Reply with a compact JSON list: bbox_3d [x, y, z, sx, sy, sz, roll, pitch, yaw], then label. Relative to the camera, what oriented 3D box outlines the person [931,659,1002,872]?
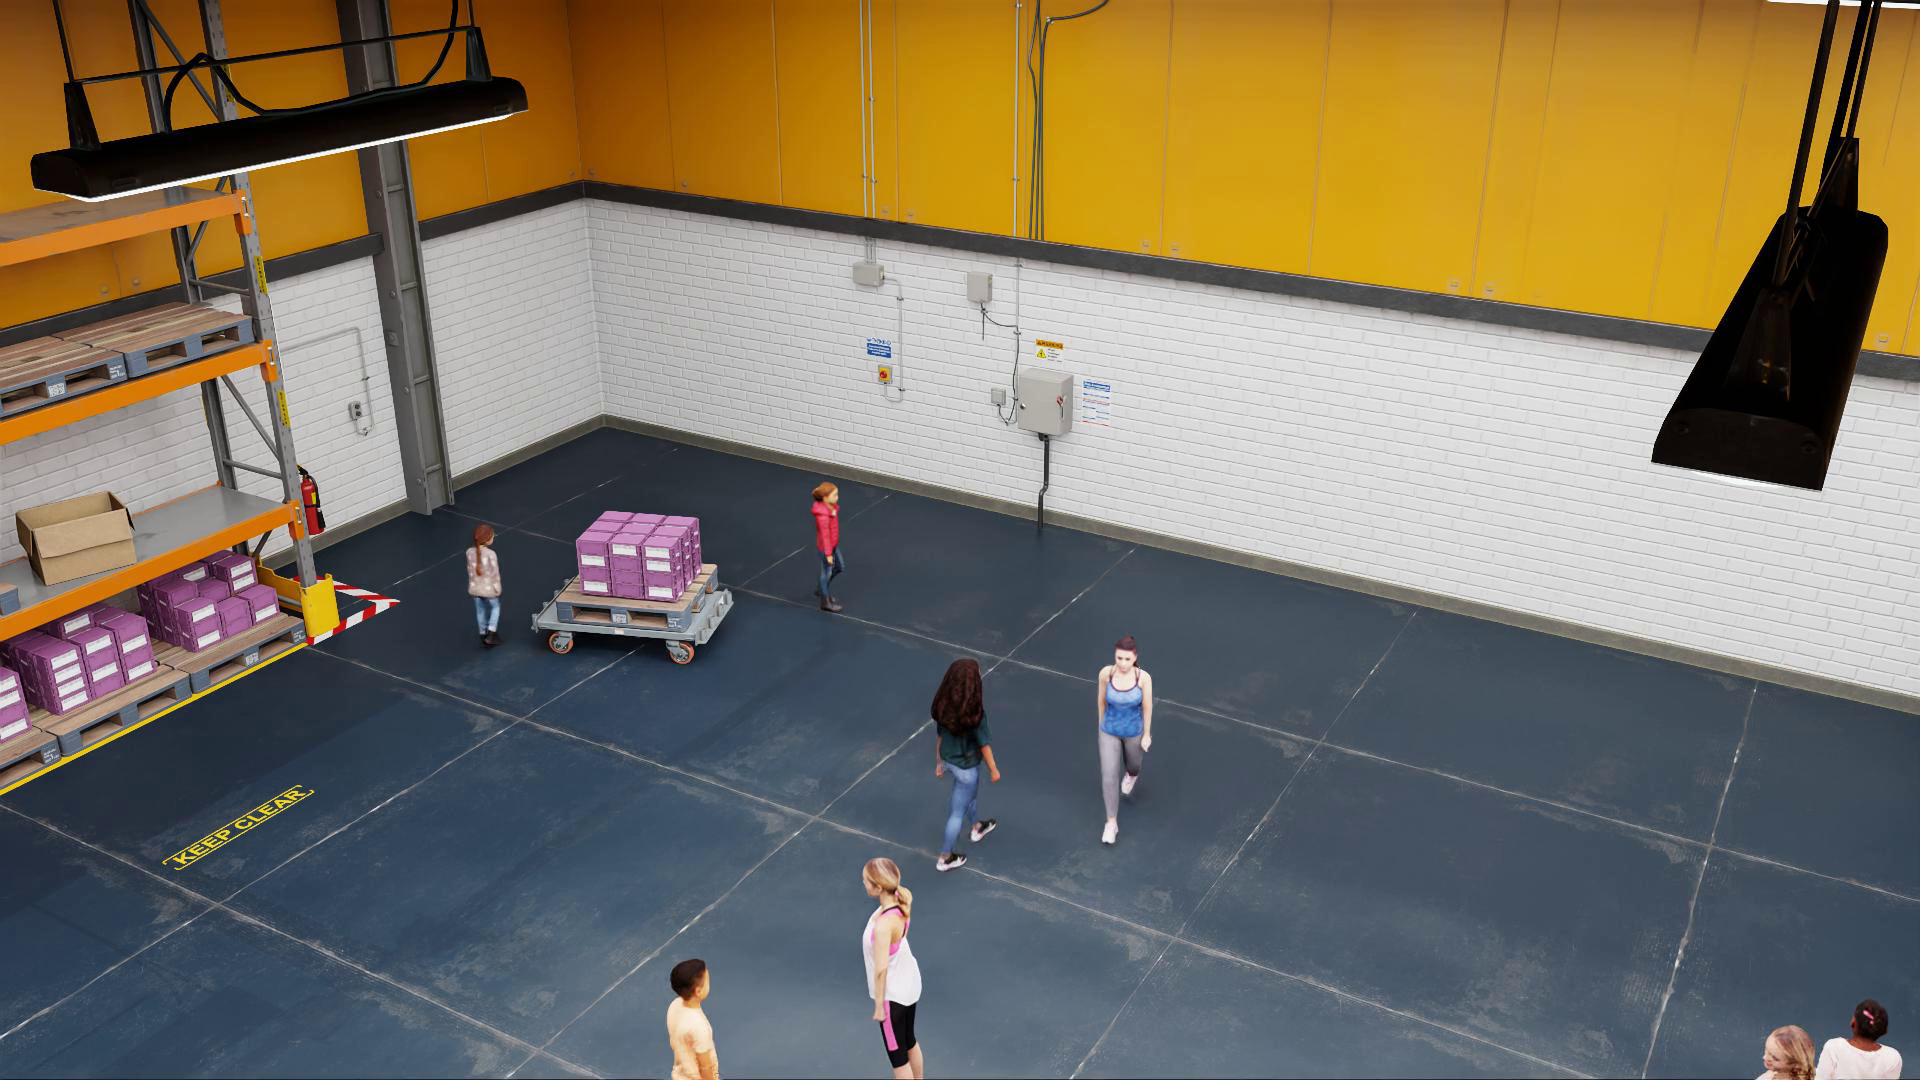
[{"bbox_3d":[-0.041,1.628,11.771,0.981,1.590,0.784,-18,29,-35],"label":"person"}]

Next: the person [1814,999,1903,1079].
[{"bbox_3d":[4.692,3.013,8.776,0.582,1.451,0.553,7,25,16],"label":"person"}]

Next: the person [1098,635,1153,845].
[{"bbox_3d":[1.220,1.399,12.315,0.792,1.573,1.136,5,24,11],"label":"person"}]

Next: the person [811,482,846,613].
[{"bbox_3d":[-1.309,0.066,15.695,0.632,1.309,0.541,6,24,14],"label":"person"}]

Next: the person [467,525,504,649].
[{"bbox_3d":[-4.316,0.443,14.994,0.570,1.179,0.584,3,24,7],"label":"person"}]

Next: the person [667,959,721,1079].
[{"bbox_3d":[-1.482,2.939,8.946,0.763,1.450,0.681,-13,27,-28],"label":"person"}]

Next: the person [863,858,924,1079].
[{"bbox_3d":[-0.348,2.557,9.410,0.699,1.780,0.551,7,25,17],"label":"person"}]
